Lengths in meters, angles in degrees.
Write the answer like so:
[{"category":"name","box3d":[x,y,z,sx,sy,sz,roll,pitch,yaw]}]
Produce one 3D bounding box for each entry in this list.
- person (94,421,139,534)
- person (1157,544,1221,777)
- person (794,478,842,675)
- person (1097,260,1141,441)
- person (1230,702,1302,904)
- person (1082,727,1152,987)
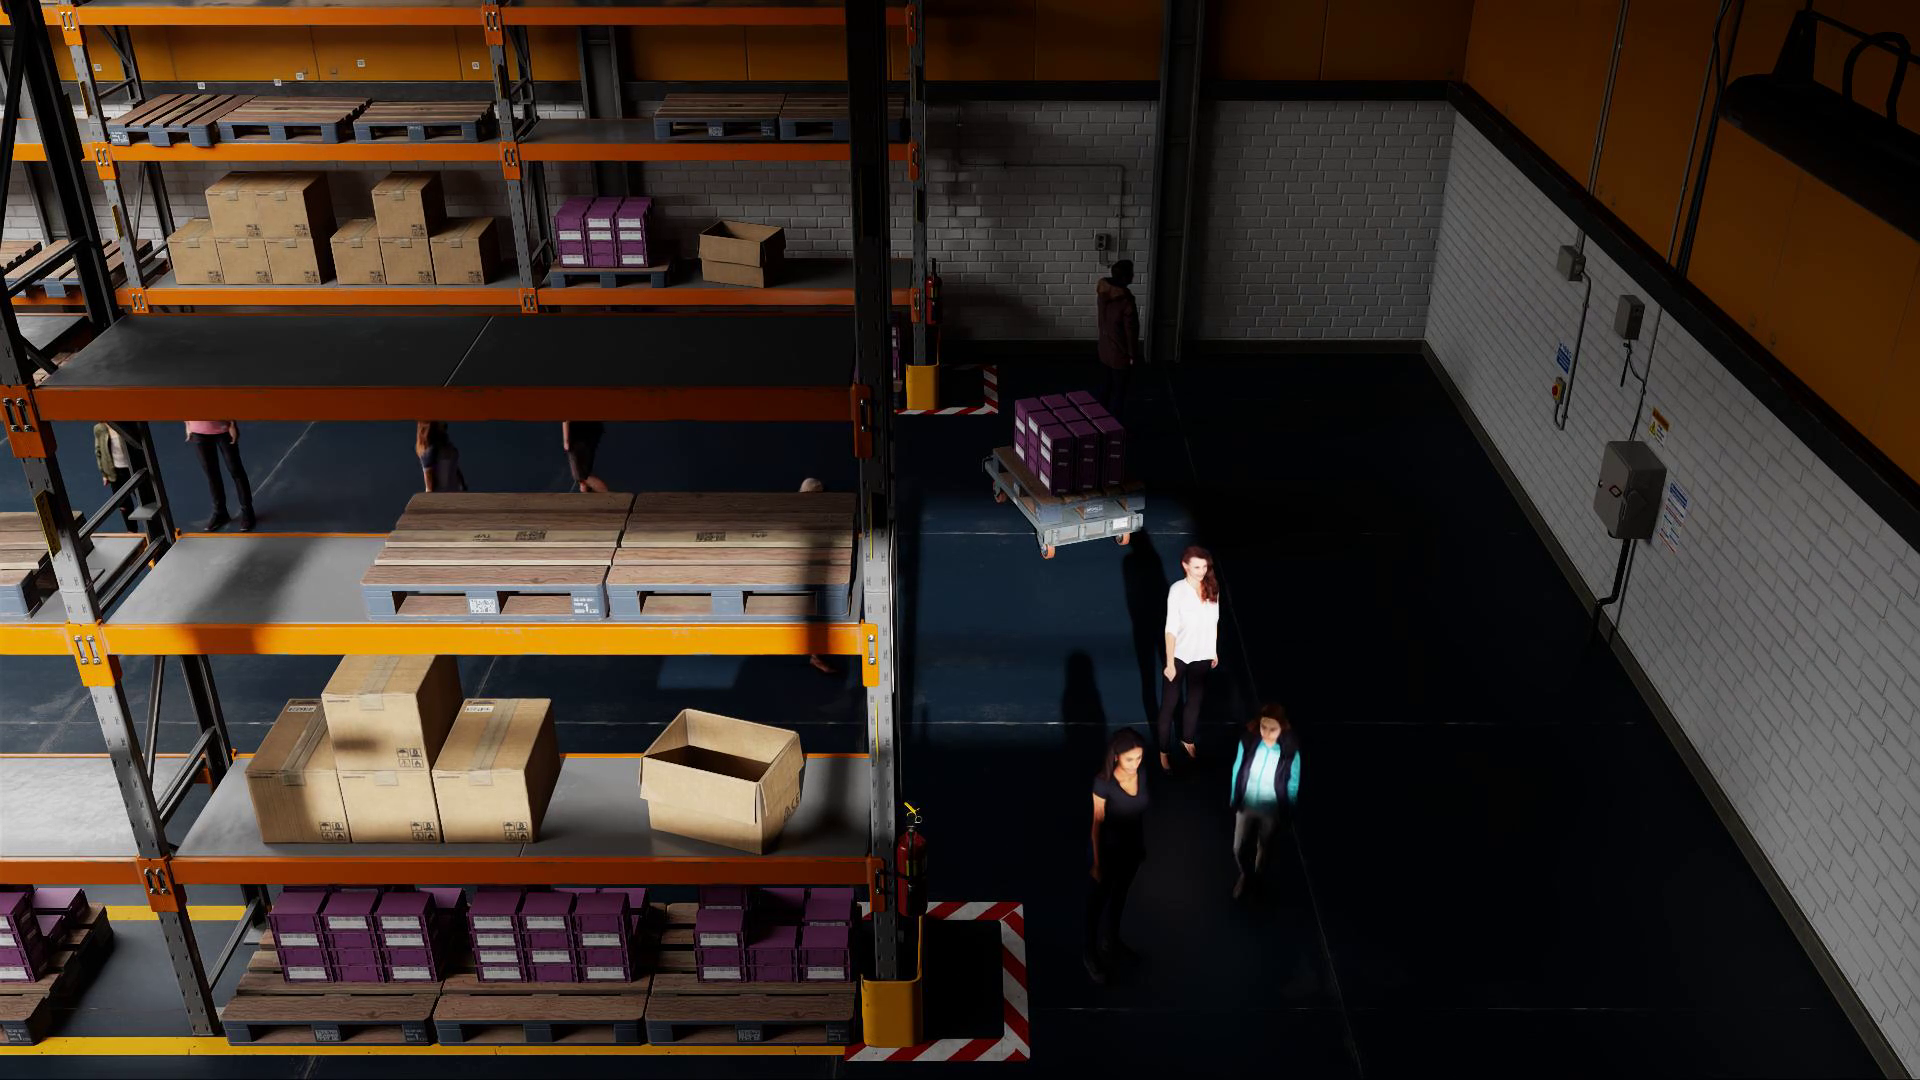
[{"category":"person","box3d":[-7.283,-0.584,14.540,0.445,1.477,0.638,-1,29,-2]},{"category":"person","box3d":[1.589,0.825,11.624,0.626,1.795,0.746,-16,32,-26]},{"category":"person","box3d":[-1.209,0.276,12.746,0.832,1.684,0.712,6,29,12]},{"category":"person","box3d":[1.567,-1.908,16.581,0.861,1.846,0.868,-14,32,-25]},{"category":"person","box3d":[1.925,1.614,10.490,0.640,1.497,0.731,11,30,19]},{"category":"person","box3d":[0.911,1.828,9.844,0.644,1.739,0.715,-22,36,-35]}]
